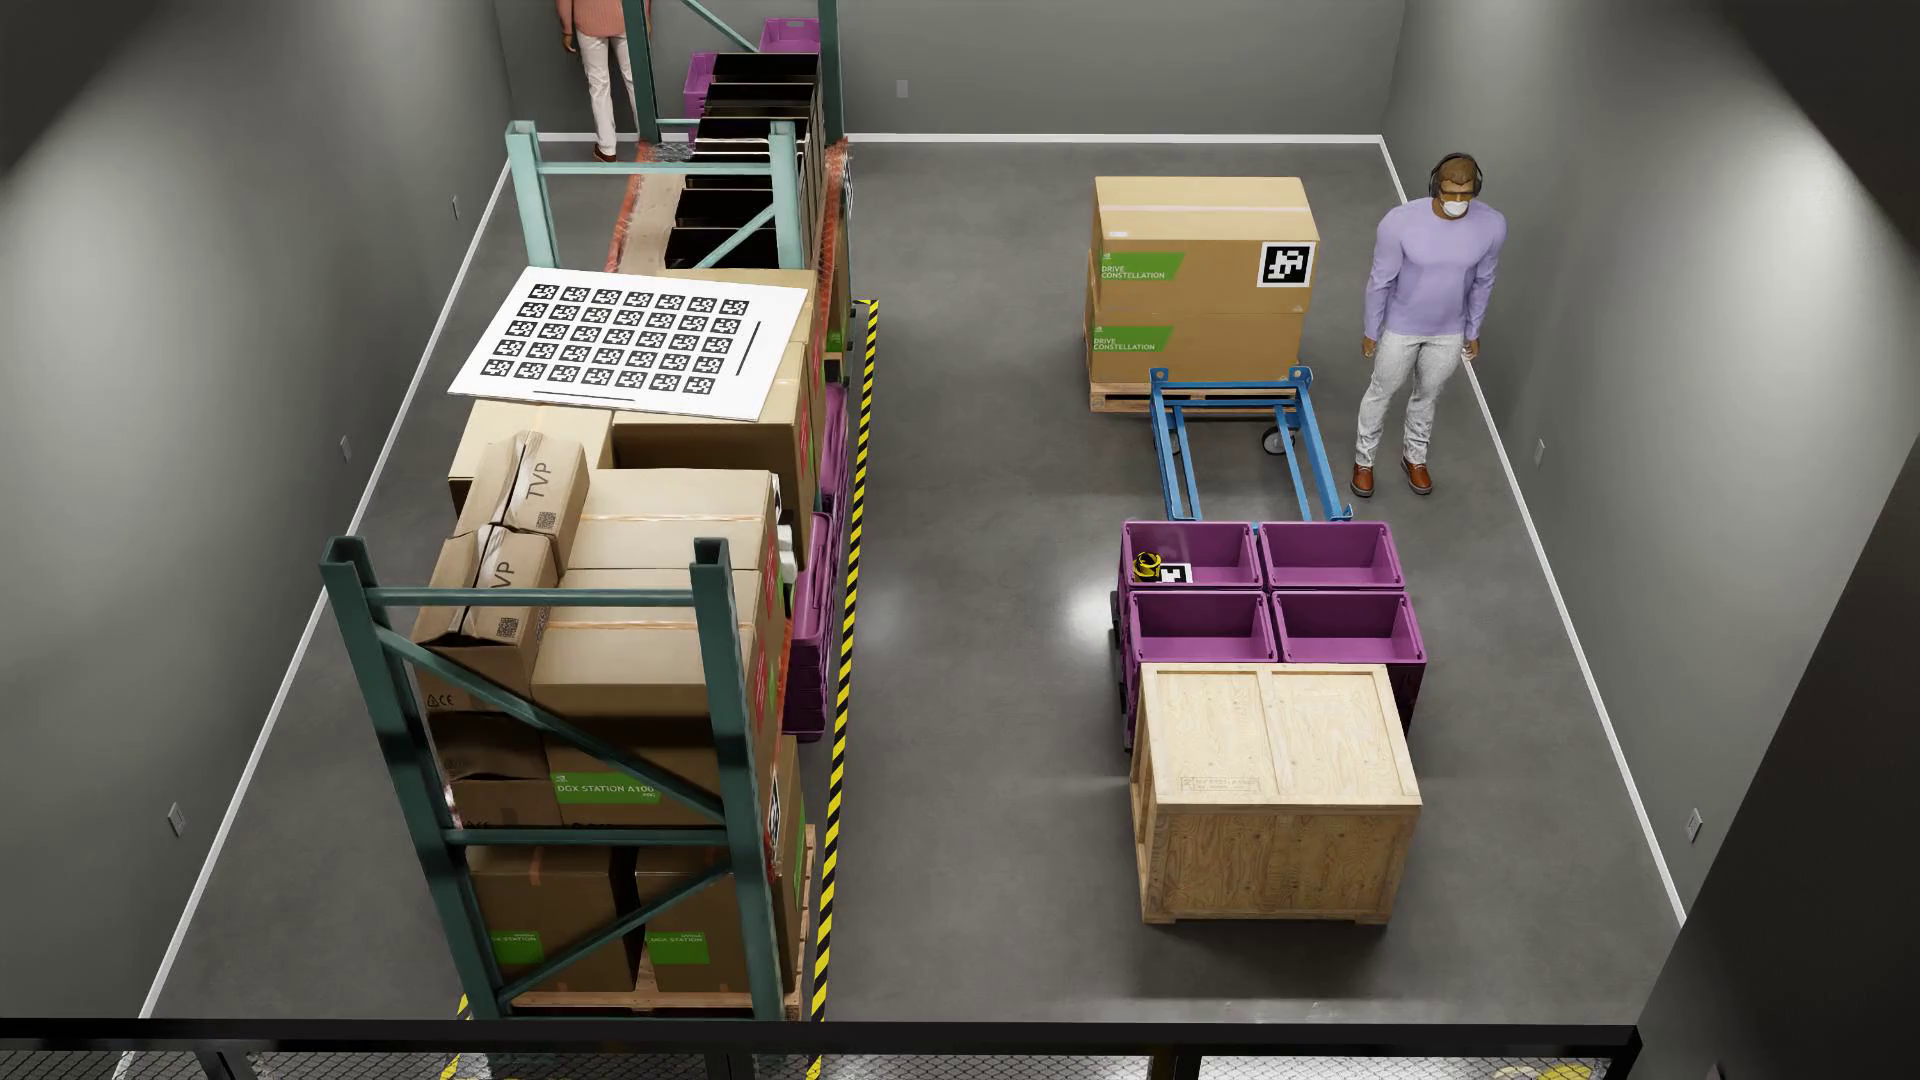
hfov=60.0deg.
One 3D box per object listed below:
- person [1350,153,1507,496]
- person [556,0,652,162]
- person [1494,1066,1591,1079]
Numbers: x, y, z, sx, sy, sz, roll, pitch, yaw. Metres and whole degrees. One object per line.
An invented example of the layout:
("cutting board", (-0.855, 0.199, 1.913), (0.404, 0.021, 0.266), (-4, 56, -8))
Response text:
("person", (2.317, -1.060, 8.323), (0.632, 1.939, 0.368), (-1, 41, -2))
("person", (-2.344, -3.437, 10.991), (0.622, 1.992, 0.393), (-16, 44, -17))
("person", (1.601, 2.071, 4.831), (0.403, 1.833, 0.590), (5, 41, 6))
